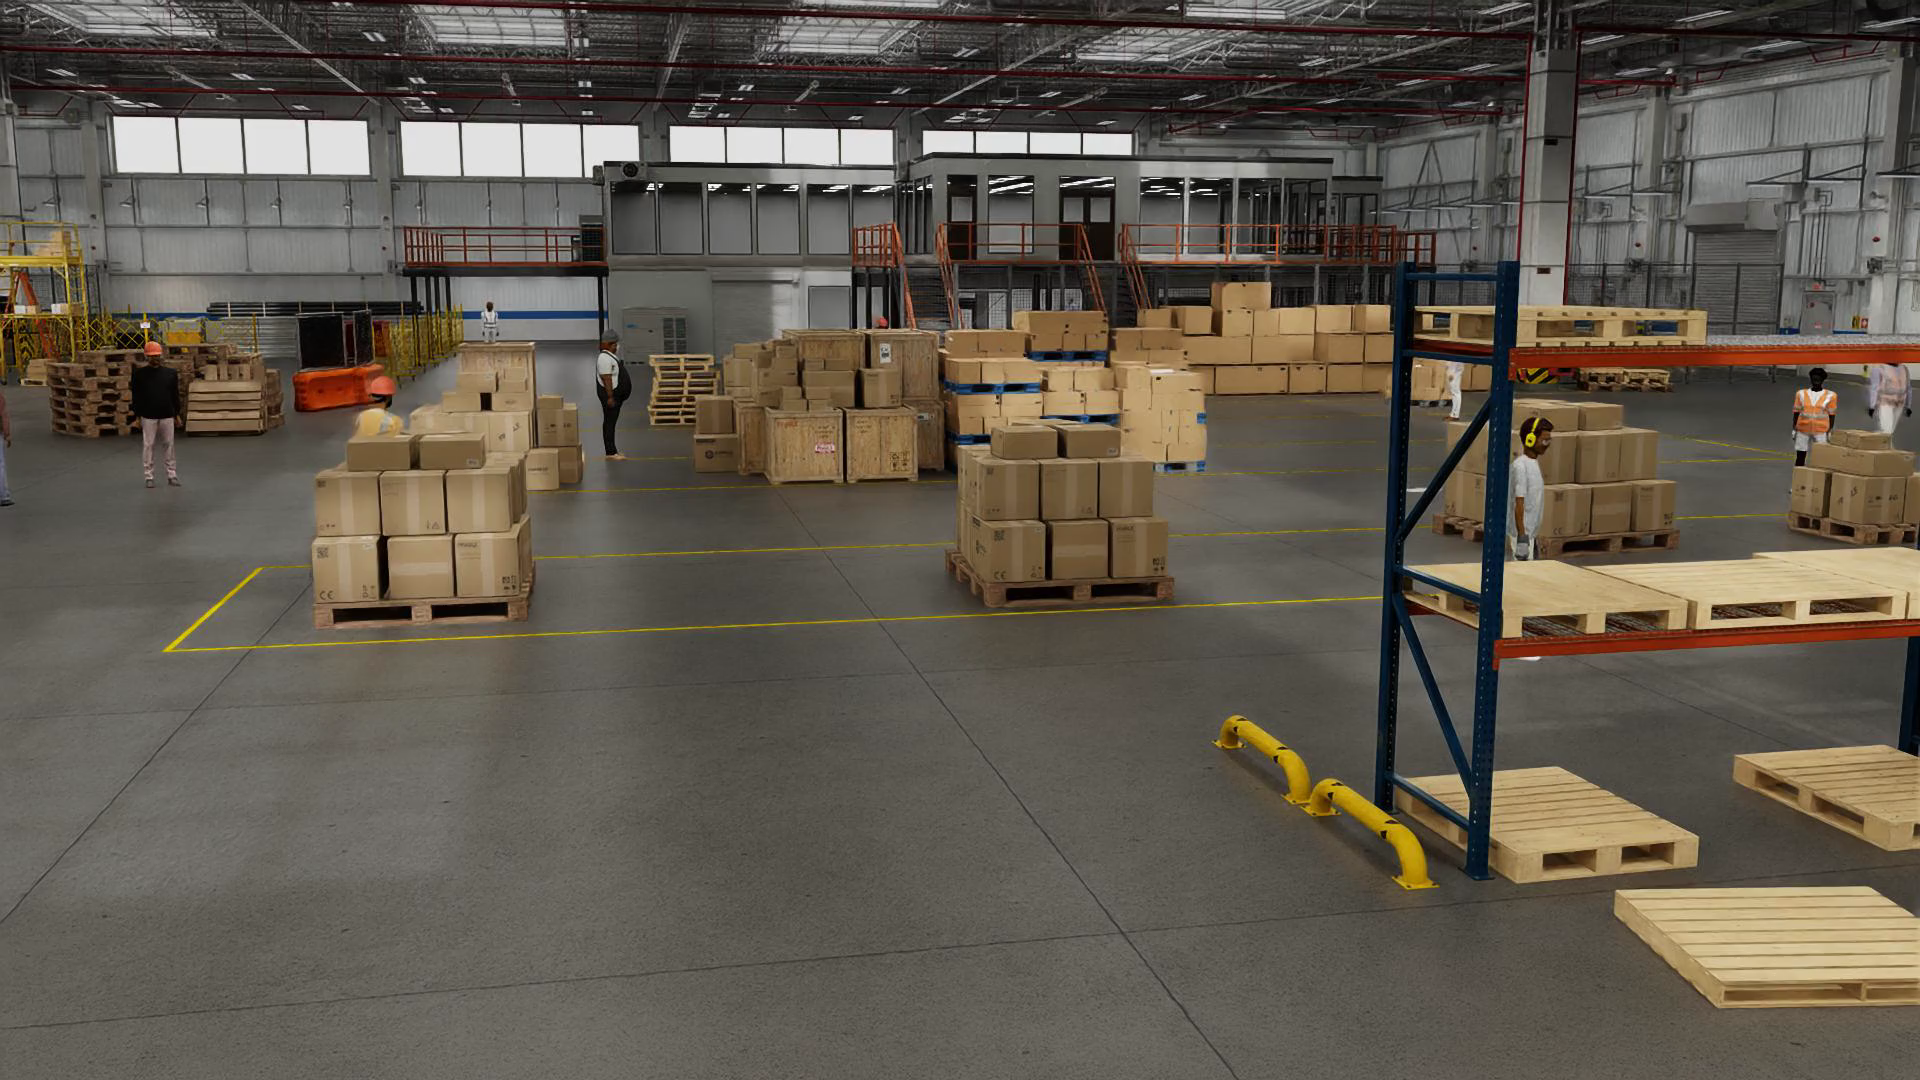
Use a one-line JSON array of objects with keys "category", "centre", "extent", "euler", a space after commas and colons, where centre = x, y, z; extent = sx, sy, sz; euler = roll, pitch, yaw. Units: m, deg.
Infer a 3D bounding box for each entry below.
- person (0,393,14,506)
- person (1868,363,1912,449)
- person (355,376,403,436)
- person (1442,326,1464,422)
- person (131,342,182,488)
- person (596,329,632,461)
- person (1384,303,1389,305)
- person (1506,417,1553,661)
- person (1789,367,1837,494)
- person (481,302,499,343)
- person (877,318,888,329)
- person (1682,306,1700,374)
[{"category": "person", "centre": [-12.223, -1.292, 20.889], "extent": [0.532, 1.767, 0.328], "euler": [-3, 10, -19]}, {"category": "person", "centre": [14.244, -2.052, 25.496], "extent": [0.638, 1.827, 0.838], "euler": [-2, 10, -13]}, {"category": "person", "centre": [-5.745, -0.671, 16.615], "extent": [0.576, 1.924, 0.400], "euler": [4, 10, 25]}, {"category": "person", "centre": [9.618, -3.262, 32.366], "extent": [0.371, 1.941, 0.627], "euler": [4, 10, 21]}, {"category": "person", "centre": [-10.992, -1.716, 22.776], "extent": [0.614, 1.994, 0.381], "euler": [-7, 12, -37]}, {"category": "person", "centre": [-5.397, -2.262, 25.963], "extent": [0.537, 2.000, 0.678], "euler": [-2, 9, -10]}, {"category": "person", "centre": [16.418, -8.348, 63.226], "extent": [0.632, 1.974, 0.659], "euler": [-2, 10, -13]}, {"category": "person", "centre": [4.369, -0.013, 12.800], "extent": [0.329, 1.865, 0.507], "euler": [5, 10, 26]}, {"category": "person", "centre": [11.261, -1.433, 21.964], "extent": [0.532, 1.694, 0.319], "euler": [6, 11, 34]}, {"category": "person", "centre": [-15.363, -6.843, 54.410], "extent": [0.579, 1.879, 0.360], "euler": [-7, 12, -37]}, {"category": "person", "centre": [-1.807, -4.036, 37.254], "extent": [0.565, 1.895, 0.993], "euler": [-7, 12, -37]}, {"category": "person", "centre": [20.664, -5.622, 46.844], "extent": [0.590, 1.915, 0.413], "euler": [-3, 10, -19]}]
